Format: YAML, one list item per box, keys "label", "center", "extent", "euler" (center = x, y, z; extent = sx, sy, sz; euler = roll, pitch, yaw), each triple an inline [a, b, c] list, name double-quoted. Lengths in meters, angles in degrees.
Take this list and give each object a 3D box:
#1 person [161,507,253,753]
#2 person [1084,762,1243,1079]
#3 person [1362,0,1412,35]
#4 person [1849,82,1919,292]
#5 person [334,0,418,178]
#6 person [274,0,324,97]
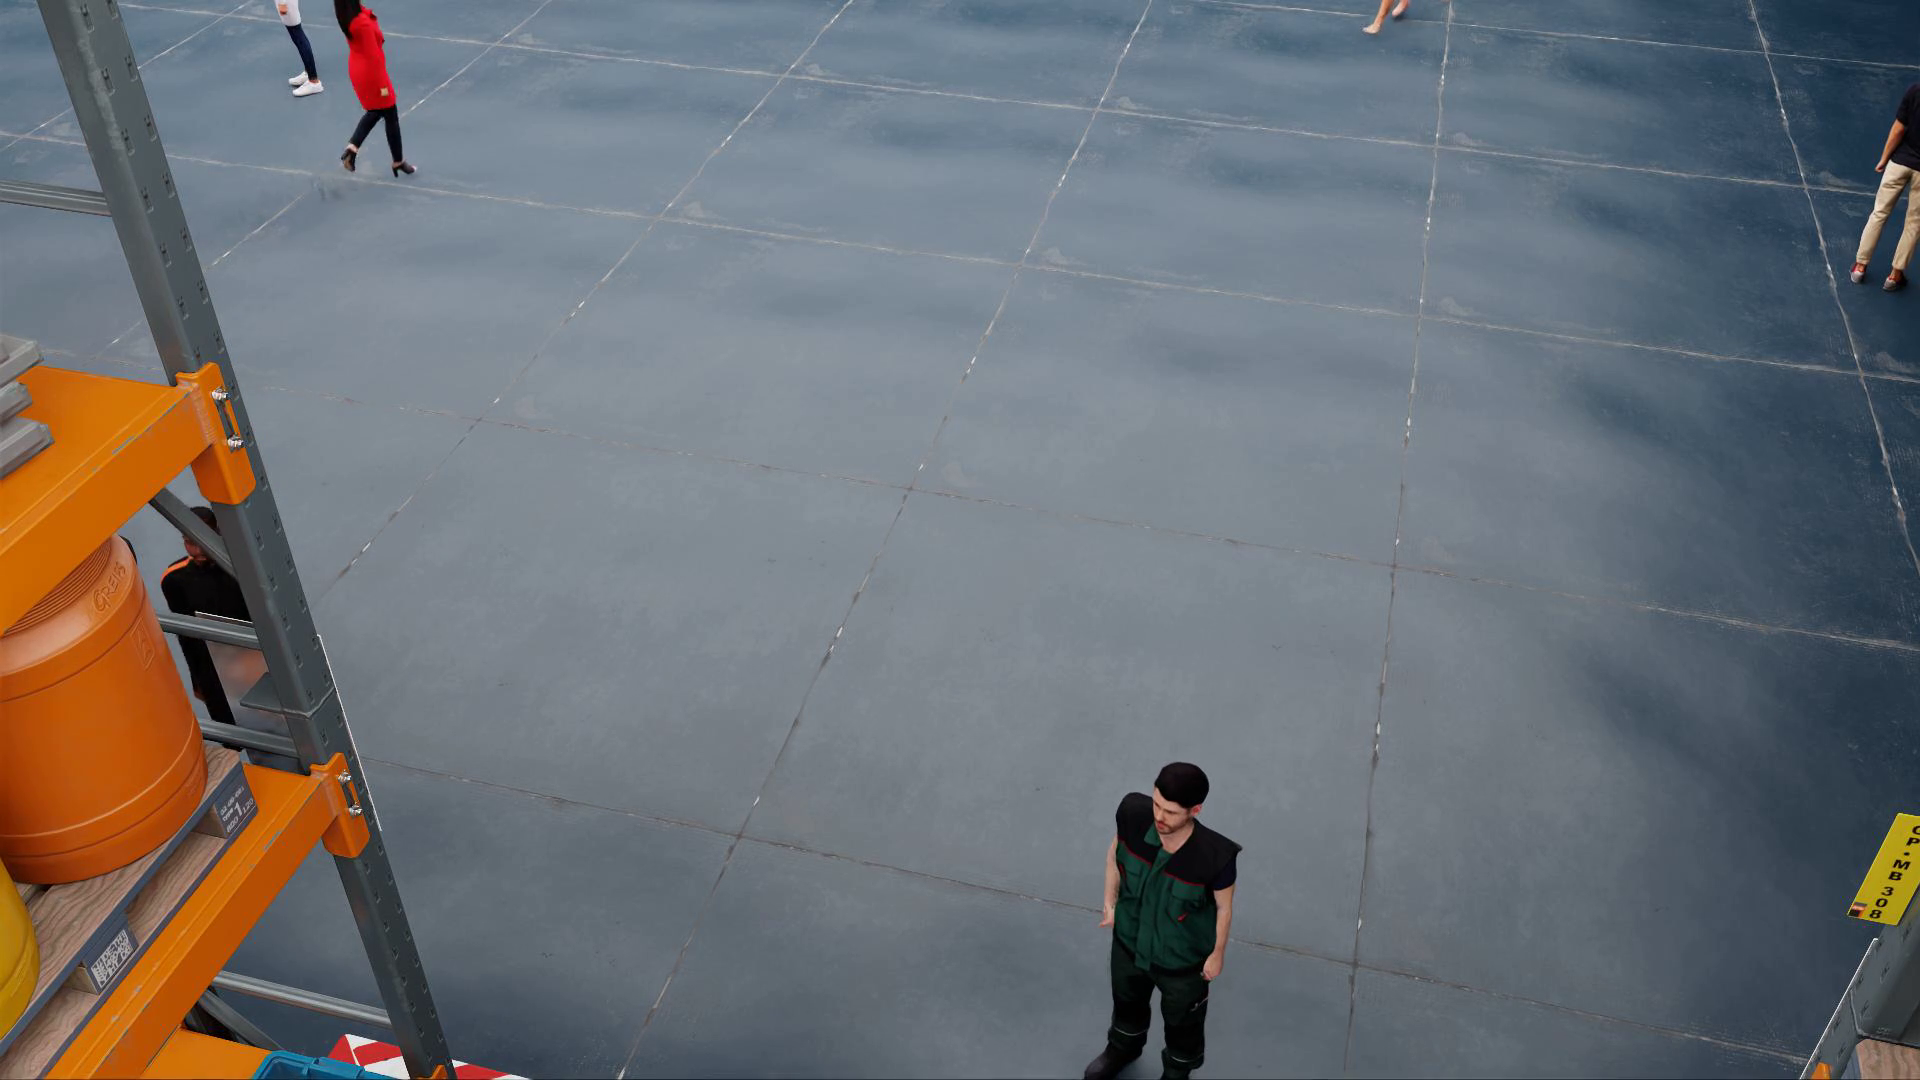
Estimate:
- label: "person"
  center: [-3.416, 0.539, 7.919]
  extent: [0.821, 1.803, 0.872]
  euler: [-10, 39, -13]
- label: "person"
  center: [0.804, 1.557, 6.540]
  extent: [0.750, 1.899, 0.691]
  euler: [22, 43, 26]
- label: "person"
  center: [4.323, -5.893, 16.142]
  extent: [1.021, 1.801, 1.271]
  euler: [30, 47, 33]
- label: "person"
  center: [6.899, -2.689, 12.007]
  extent: [0.703, 1.851, 0.653]
  euler: [24, 44, 27]
- label: "person"
  center: [-4.812, -3.683, 13.372]
  extent: [0.843, 1.735, 0.960]
  euler: [31, 48, 33]
- label: "person"
  center: [-6.034, -4.879, 14.867]
  extent: [0.761, 1.775, 0.665]
  euler: [-13, 40, -16]
